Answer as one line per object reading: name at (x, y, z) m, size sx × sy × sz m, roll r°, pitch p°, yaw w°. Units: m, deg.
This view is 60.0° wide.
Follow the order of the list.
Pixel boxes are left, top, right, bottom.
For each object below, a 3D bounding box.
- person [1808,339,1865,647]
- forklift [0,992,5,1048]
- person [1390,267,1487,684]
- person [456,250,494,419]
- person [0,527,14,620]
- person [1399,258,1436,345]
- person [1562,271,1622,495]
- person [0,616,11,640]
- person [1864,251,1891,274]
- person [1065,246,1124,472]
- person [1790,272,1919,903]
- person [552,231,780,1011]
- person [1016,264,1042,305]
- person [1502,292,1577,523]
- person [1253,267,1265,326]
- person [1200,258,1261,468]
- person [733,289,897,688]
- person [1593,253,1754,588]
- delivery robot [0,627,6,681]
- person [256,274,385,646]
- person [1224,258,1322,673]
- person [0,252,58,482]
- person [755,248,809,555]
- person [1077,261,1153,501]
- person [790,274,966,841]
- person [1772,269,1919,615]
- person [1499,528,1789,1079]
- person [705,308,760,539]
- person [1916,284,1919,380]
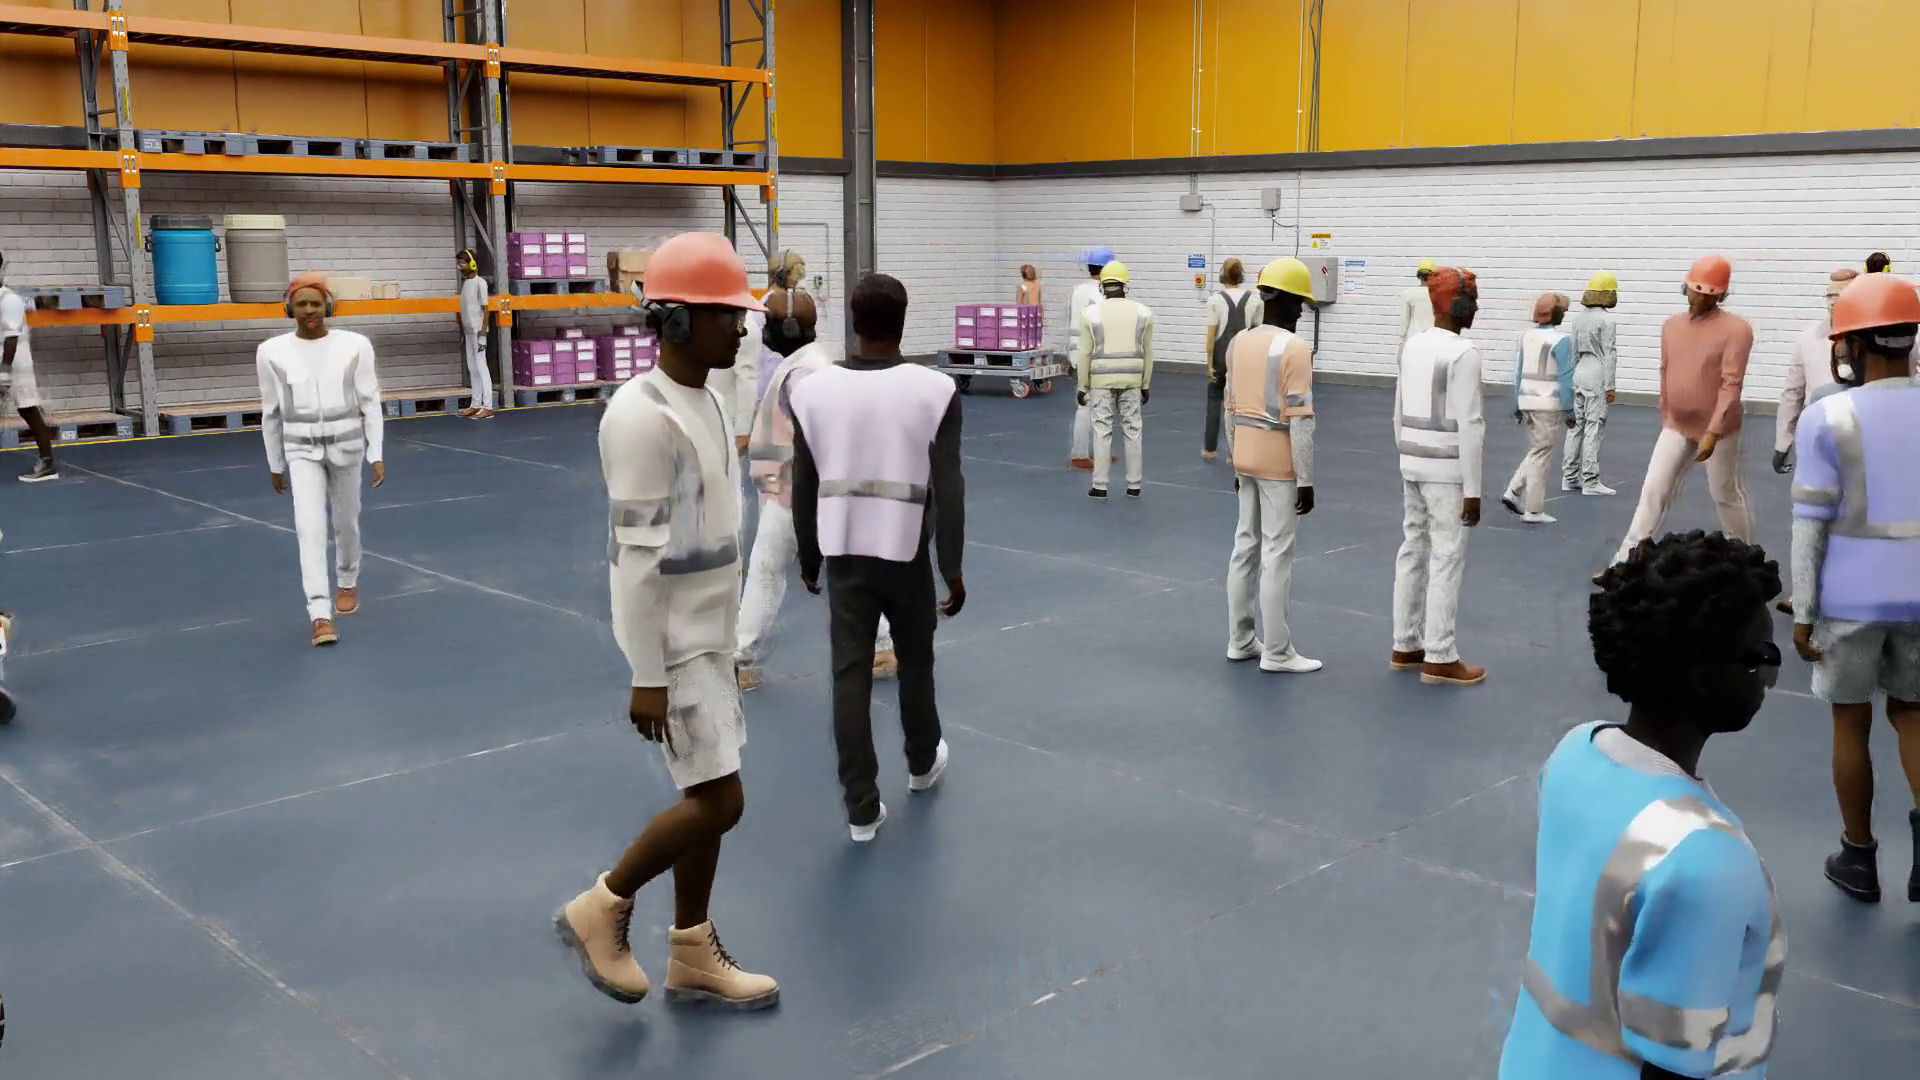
person at (4.302, -0.217, 7.968) m, size 0.844 × 1.571 × 0.555 m, roll -8°, pitch 13°, yaw -36°
forklift at (-3.245, 0.323, 3.363) m, size 2.313 × 2.155 × 1.214 m, roll 2°, pitch 11°, yaw 13°
person at (2.177, -0.291, 7.582) m, size 0.337 × 1.879 × 0.616 m, roll -4°, pitch 11°, yaw -19°
person at (-5.391, -2.273, 18.423) m, size 0.329 × 1.865 × 0.516 m, roll -9°, pitch 14°, yaw -41°
person at (-5.130, -0.327, 8.485) m, size 0.534 × 1.607 × 0.482 m, roll 10°, pitch 14°, yaw 43°
person at (5.160, -2.244, 18.528) m, size 0.533 × 1.768 × 0.310 m, roll 3°, pitch 11°, yaw 14°
person at (4.986, -1.230, 13.061) m, size 0.312 × 1.743 × 0.493 m, roll -3°, pitch 11°, yaw -16°
person at (-4.533, -0.231, 6.992) m, size 0.621 × 1.974 × 0.741 m, roll 5°, pitch 12°, yaw 27°
person at (8.850, -1.871, 16.230) m, size 0.323 × 1.866 × 0.542 m, roll -6°, pitch 12°, yaw -28°
person at (1.243, -1.550, 14.312) m, size 0.757 × 1.920 × 0.617 m, roll -5°, pitch 12°, yaw -25°
person at (2.755, 0.173, 4.948) m, size 0.583 × 1.914 × 0.546 m, roll 1°, pitch 10°, yaw 8°
person at (-0.718, 0.245, 4.237) m, size 0.500 × 2.029 × 0.640 m, roll 2°, pitch 11°, yaw 10°
person at (1.032, -3.187, 24.097) m, size 0.770 × 1.614 × 0.522 m, roll 9°, pitch 14°, yaw 40°
person at (4.105, -0.917, 11.677) m, size 0.362 × 1.629 × 0.532 m, roll -2°, pitch 11°, yaw -12°
person at (3.760, -2.552, 20.555) m, size 0.309 × 1.639 × 0.522 m, roll 7°, pitch 12°, yaw 33°
person at (2.378, -1.566, 14.692) m, size 0.502 × 1.810 × 0.839 m, roll -1°, pitch 10°, yaw -4°
person at (-0.704, -0.222, 7.445) m, size 0.977 × 1.795 × 0.641 m, roll 0°, pitch 10°, yaw -1°
person at (4.116, -0.628, 9.312) m, size 1.032 × 1.923 × 0.621 m, roll -6°, pitch 12°, yaw -29°
delivery robot at (-4.274, 0.479, 6.731) m, size 0.707 × 0.478 × 0.477 m, roll 0°, pitch 10°, yaw 0°
person at (-3.267, -0.443, 8.547) m, size 0.579 × 1.841 × 1.012 m, roll -4°, pitch 11°, yaw -21°
person at (1.459, -0.341, 7.738) m, size 0.374 × 1.919 × 0.585 m, roll -5°, pitch 12°, yaw -26°
person at (-7.840, -1.382, 13.430) m, size 0.635 × 1.905 × 0.961 m, roll 8°, pitch 13°, yaw 36°
person at (-1.131, -0.881, 10.629) m, size 0.355 × 1.936 × 0.635 m, roll 1°, pitch 10°, yaw 4°
person at (1.175, -1.204, 12.693) m, size 0.591 × 1.828 × 0.404 m, roll -1°, pitch 10°, yaw -8°
person at (-0.263, 0.028, 5.809) m, size 0.625 × 1.880 × 0.910 m, roll 2°, pitch 11°, yaw 9°
person at (4.732, -0.521, 8.926) m, size 1.018 × 1.848 × 0.653 m, roll -6°, pitch 12°, yaw -30°
person at (0.879, 0.795, 2.262) m, size 0.850 × 1.656 × 0.536 m, roll 0°, pitch 10°, yaw 0°
person at (-1.410, -0.671, 9.502) m, size 0.652 × 1.928 × 0.434 m, roll 9°, pitch 14°, yaw 39°
person at (6.746, -0.990, 11.394) m, size 1.041 × 1.866 × 0.557 m, roll 0°, pitch 10°, yaw 1°
